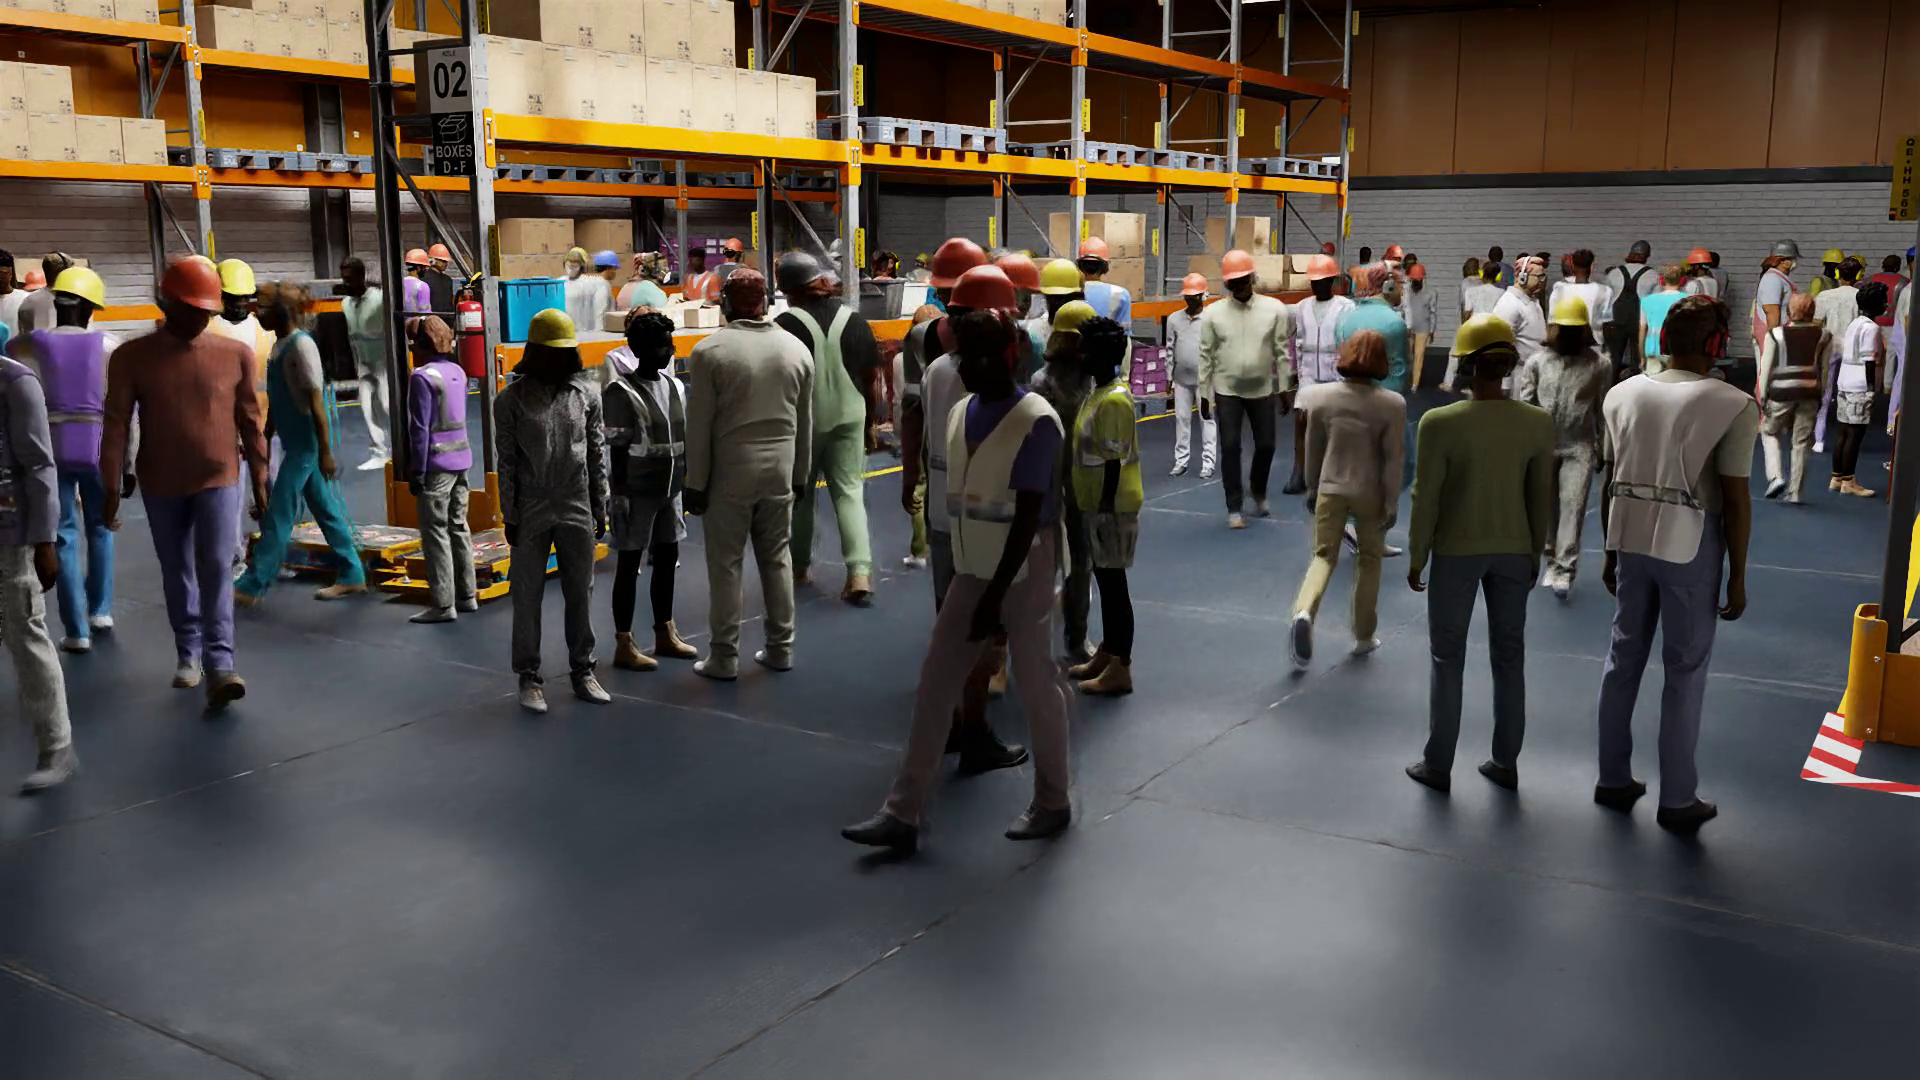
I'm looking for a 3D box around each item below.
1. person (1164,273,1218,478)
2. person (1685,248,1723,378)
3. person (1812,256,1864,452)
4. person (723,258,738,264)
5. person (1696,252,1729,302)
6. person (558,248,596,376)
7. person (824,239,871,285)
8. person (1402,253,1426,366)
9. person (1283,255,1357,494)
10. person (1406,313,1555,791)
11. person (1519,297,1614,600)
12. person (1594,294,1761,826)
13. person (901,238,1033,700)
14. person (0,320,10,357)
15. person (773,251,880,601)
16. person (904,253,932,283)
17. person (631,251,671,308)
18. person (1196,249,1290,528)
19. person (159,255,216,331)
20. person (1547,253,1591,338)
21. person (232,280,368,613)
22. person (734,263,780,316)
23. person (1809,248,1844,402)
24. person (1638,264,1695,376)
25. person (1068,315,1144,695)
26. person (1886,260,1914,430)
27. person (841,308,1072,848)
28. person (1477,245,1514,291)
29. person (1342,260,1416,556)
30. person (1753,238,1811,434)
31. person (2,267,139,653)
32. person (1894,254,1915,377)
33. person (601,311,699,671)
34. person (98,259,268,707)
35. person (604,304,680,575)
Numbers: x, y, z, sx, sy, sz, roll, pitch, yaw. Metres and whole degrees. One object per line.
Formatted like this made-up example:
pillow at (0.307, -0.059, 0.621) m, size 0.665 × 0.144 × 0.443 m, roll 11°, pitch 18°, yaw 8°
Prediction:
person at (1.995, -1.399, 14.203) m, size 0.566 × 1.744 × 0.350 m, roll 7°, pitch 12°, yaw 32°
person at (8.382, -2.344, 18.943) m, size 0.539 × 1.931 × 0.380 m, roll -6°, pitch 12°, yaw -30°
person at (8.389, -1.755, 15.830) m, size 0.531 × 1.870 × 0.316 m, roll 6°, pitch 12°, yaw 31°
person at (-3.476, -3.420, 25.373) m, size 0.330 × 1.750 × 0.572 m, roll -1°, pitch 10°, yaw -7°
person at (11.519, -3.513, 25.642) m, size 0.627 × 1.846 × 0.429 m, roll -6°, pitch 12°, yaw -32°
person at (-4.618, -2.578, 20.230) m, size 0.602 × 1.925 × 0.374 m, roll -6°, pitch 12°, yaw -32°
person at (-1.286, -2.239, 18.039) m, size 0.689 × 2.000 × 0.538 m, roll 4°, pitch 11°, yaw 21°
person at (6.384, -3.158, 23.707) m, size 0.565 × 1.828 × 0.502 m, roll 0°, pitch 10°, yaw 2°
person at (2.849, -1.294, 13.211) m, size 0.547 × 1.897 × 0.811 m, roll 7°, pitch 12°, yaw 33°
person at (1.901, 0.052, 6.128) m, size 0.525 × 1.760 × 0.341 m, roll -1°, pitch 10°, yaw -6°
person at (3.405, -0.514, 9.428) m, size 0.501 × 1.691 × 0.917 m, roll 5°, pitch 11°, yaw 24°
person at (2.459, 0.075, 5.790) m, size 0.388 × 1.836 × 0.563 m, roll -7°, pitch 12°, yaw -33°
person at (0.015, -0.304, 7.352) m, size 0.611 × 2.032 × 0.411 m, roll 4°, pitch 11°, yaw 20°
person at (-7.701, -1.178, 13.001) m, size 0.351 × 1.738 × 0.575 m, roll 7°, pitch 12°, yaw 34°
person at (-0.776, -0.687, 9.437) m, size 0.723 × 2.000 × 1.018 m, roll -5°, pitch 11°, yaw -24°
person at (-0.728, -3.910, 27.975) m, size 0.614 × 1.786 × 0.785 m, roll -5°, pitch 11°, yaw -26°
person at (-2.711, -1.570, 14.654) m, size 0.381 × 1.929 × 0.627 m, roll -5°, pitch 11°, yaw -24°
person at (2.002, -1.065, 11.776) m, size 0.661 × 1.967 × 0.678 m, roll 1°, pitch 10°, yaw 5°
person at (-4.873, -0.858, 10.707) m, size 0.383 × 1.923 × 0.590 m, roll 1°, pitch 10°, yaw 4°
person at (7.177, -2.439, 19.610) m, size 0.603 × 1.872 × 0.451 m, roll -5°, pitch 11°, yaw -27°
person at (-3.730, -0.507, 9.118) m, size 0.937 × 1.796 × 0.520 m, roll -7°, pitch 12°, yaw -33°
person at (-1.998, -1.718, 15.824) m, size 0.565 × 1.793 × 0.868 m, roll 3°, pitch 11°, yaw 16°
person at (10.771, -2.661, 20.721) m, size 0.590 × 1.919 × 0.399 m, roll -8°, pitch 13°, yaw -39°
person at (6.856, -1.776, 16.181) m, size 0.566 × 1.795 × 0.955 m, roll 7°, pitch 12°, yaw 34°
person at (0.654, -0.157, 7.467) m, size 0.320 × 1.693 × 0.534 m, roll -1°, pitch 10°, yaw -3°
person at (10.090, -2.069, 17.674) m, size 0.353 × 1.837 × 0.511 m, roll 6°, pitch 12°, yaw 30°
person at (0.033, 0.159, 5.422) m, size 0.952 × 1.790 × 0.561 m, roll -9°, pitch 13°, yaw -40°
person at (8.482, -3.697, 26.418) m, size 0.626 × 1.934 × 0.373 m, roll -1°, pitch 10°, yaw -4°
person at (2.652, -0.808, 10.496) m, size 0.427 × 1.895 × 0.667 m, roll -2°, pitch 10°, yaw -11°
person at (8.625, -2.138, 17.475) m, size 0.538 × 2.000 × 0.684 m, roll 5°, pitch 11°, yaw 26°
person at (-4.450, -0.407, 8.327) m, size 0.625 × 1.881 × 0.750 m, roll -7°, pitch 12°, yaw -33°
person at (13.385, -3.138, 23.378) m, size 0.399 × 1.913 × 0.590 m, roll 0°, pitch 10°, yaw 0°
person at (-1.472, -0.233, 7.895) m, size 0.320 × 1.694 × 0.533 m, roll 7°, pitch 12°, yaw 33°
person at (-3.379, -0.241, 7.263) m, size 0.678 × 1.922 × 1.001 m, roll -4°, pitch 11°, yaw -23°
person at (-1.936, -0.616, 10.159) m, size 0.310 × 1.640 × 0.514 m, roll 9°, pitch 14°, yaw 42°
